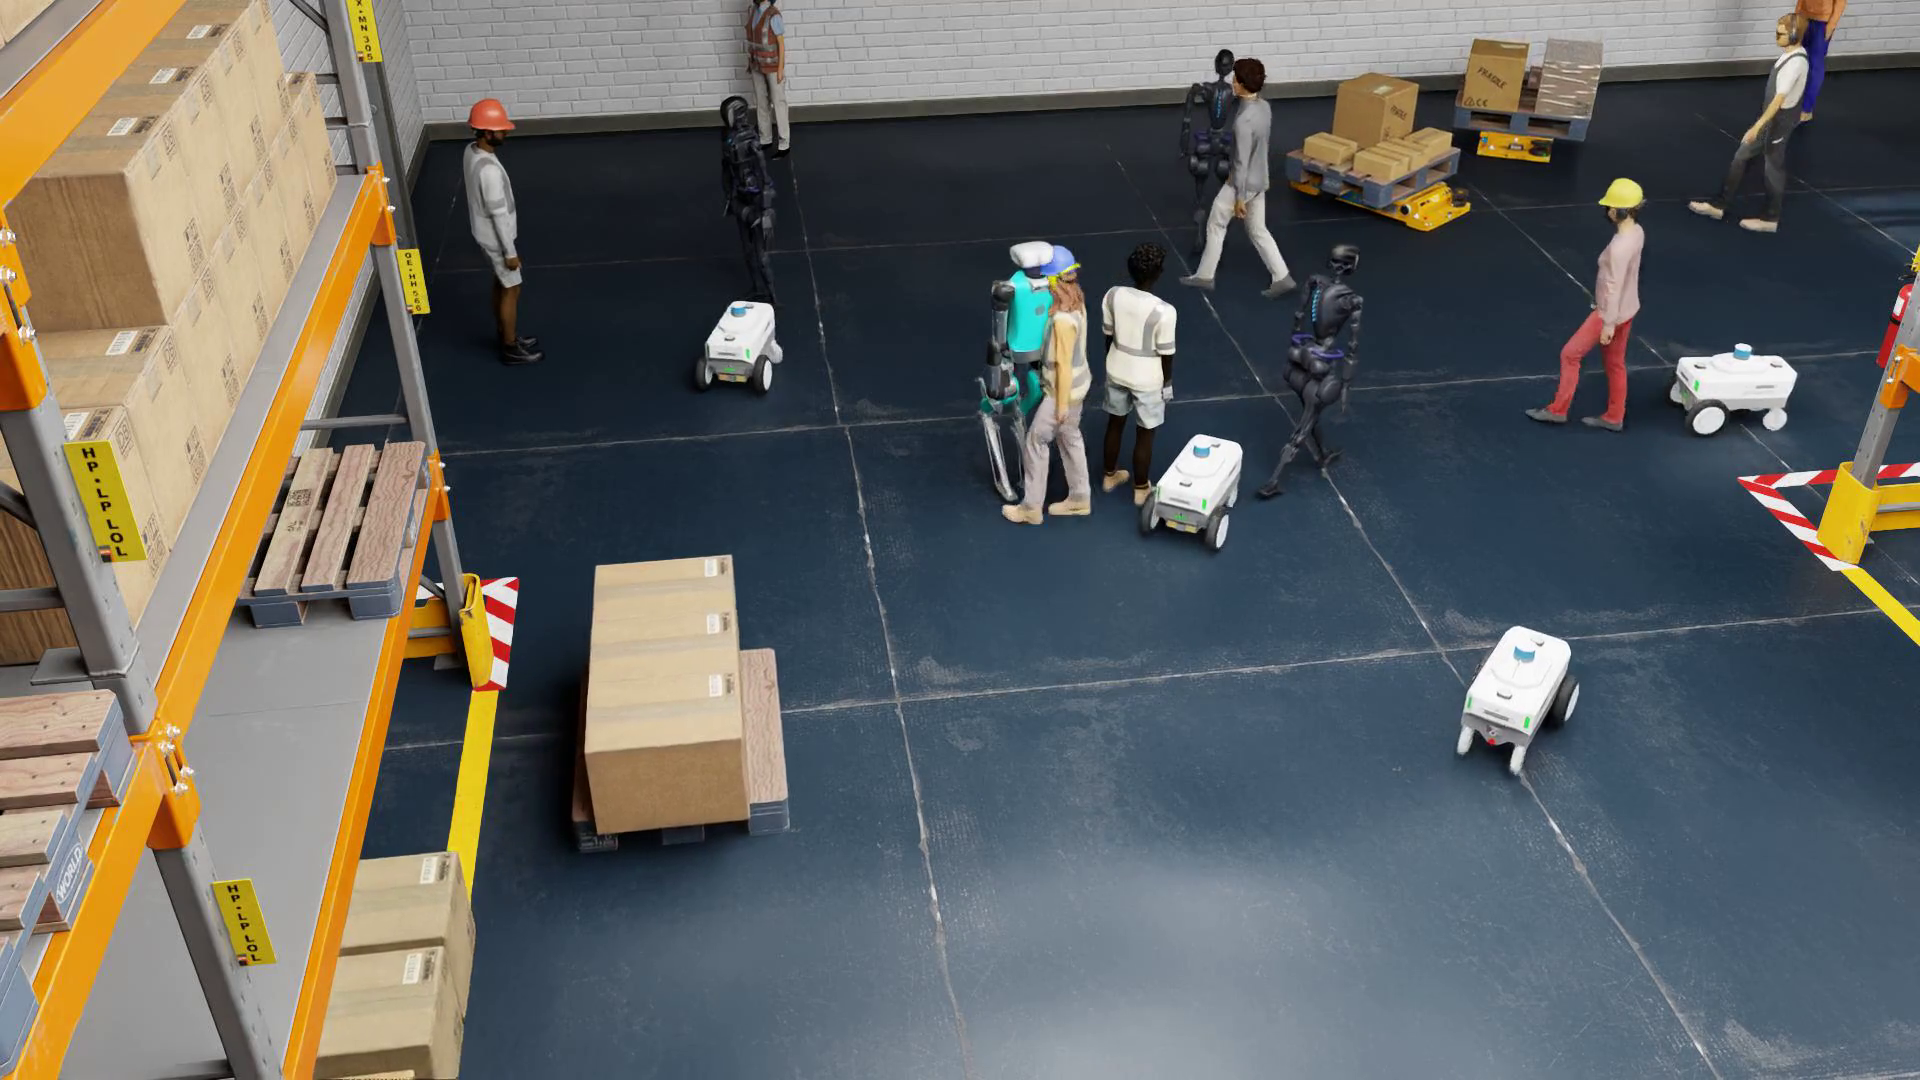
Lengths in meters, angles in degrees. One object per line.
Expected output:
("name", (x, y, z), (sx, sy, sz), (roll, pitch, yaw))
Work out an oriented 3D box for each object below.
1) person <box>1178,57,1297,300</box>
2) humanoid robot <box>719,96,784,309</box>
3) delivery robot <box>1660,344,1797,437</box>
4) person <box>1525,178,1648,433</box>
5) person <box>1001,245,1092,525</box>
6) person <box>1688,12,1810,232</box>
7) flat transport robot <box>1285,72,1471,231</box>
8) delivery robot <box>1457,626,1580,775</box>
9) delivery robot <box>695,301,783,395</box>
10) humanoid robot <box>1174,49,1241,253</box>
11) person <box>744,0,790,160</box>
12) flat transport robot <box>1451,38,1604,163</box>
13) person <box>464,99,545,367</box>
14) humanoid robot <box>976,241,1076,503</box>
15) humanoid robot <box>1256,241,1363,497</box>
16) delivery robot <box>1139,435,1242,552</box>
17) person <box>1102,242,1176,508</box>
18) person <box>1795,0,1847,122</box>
("person", (2.178, -2.701, 12.536), (0.884, 1.858, 0.512), (22, 39, 30))
("humanoid robot", (-1.571, -2.514, 12.419), (0.360, 1.647, 0.611), (-25, 41, -33))
("delivery robot", (5.165, -1.020, 11.169), (0.812, 0.611, 0.499), (-1, 33, -2))
("person", (4.134, -1.512, 10.819), (0.714, 1.743, 0.551), (20, 38, 28))
("person", (0.520, -0.894, 9.873), (0.653, 1.736, 0.507), (6, 34, 9))
("person", (6.567, -3.430, 13.688), (0.786, 1.817, 0.517), (10, 34, 15))
("flat transport robot", (3.667, -3.056, 14.536), (0.659, 0.231, 1.431), (-28, 42, -36))
("delivery robot", (2.808, 0.766, 8.404), (0.499, 0.580, 0.756), (20, 38, 27))
("delivery robot", (-1.534, -1.381, 11.700), (0.524, 0.587, 0.748), (5, 33, 7))
("humanoid robot", (2.024, -3.123, 13.359), (0.595, 1.660, 0.435), (4, 33, 6))
("person", (-1.769, -4.331, 15.185), (0.455, 1.688, 0.300), (26, 41, 34))
("flat transport robot", (5.344, -3.951, 15.907), (0.659, 0.231, 1.431), (11, 35, 16))
("person", (-3.197, -2.133, 11.608), (0.387, 1.924, 0.549), (-16, 36, -23))
("humanoid robot", (0.318, -1.031, 10.070), (0.533, 1.780, 0.694), (-15, 36, -21))
("humanoid robot", (2.186, -1.057, 10.226), (0.821, 1.622, 0.584), (-18, 37, -26))
("delivery robot", (1.437, -0.309, 10.079), (0.499, 0.611, 0.804), (15, 36, 22))
("person", (1.073, -0.995, 10.075), (0.531, 1.694, 0.319), (28, 42, 35))
("person", (8.254, -5.049, 16.039), (0.405, 1.972, 0.518), (-12, 35, -18))
